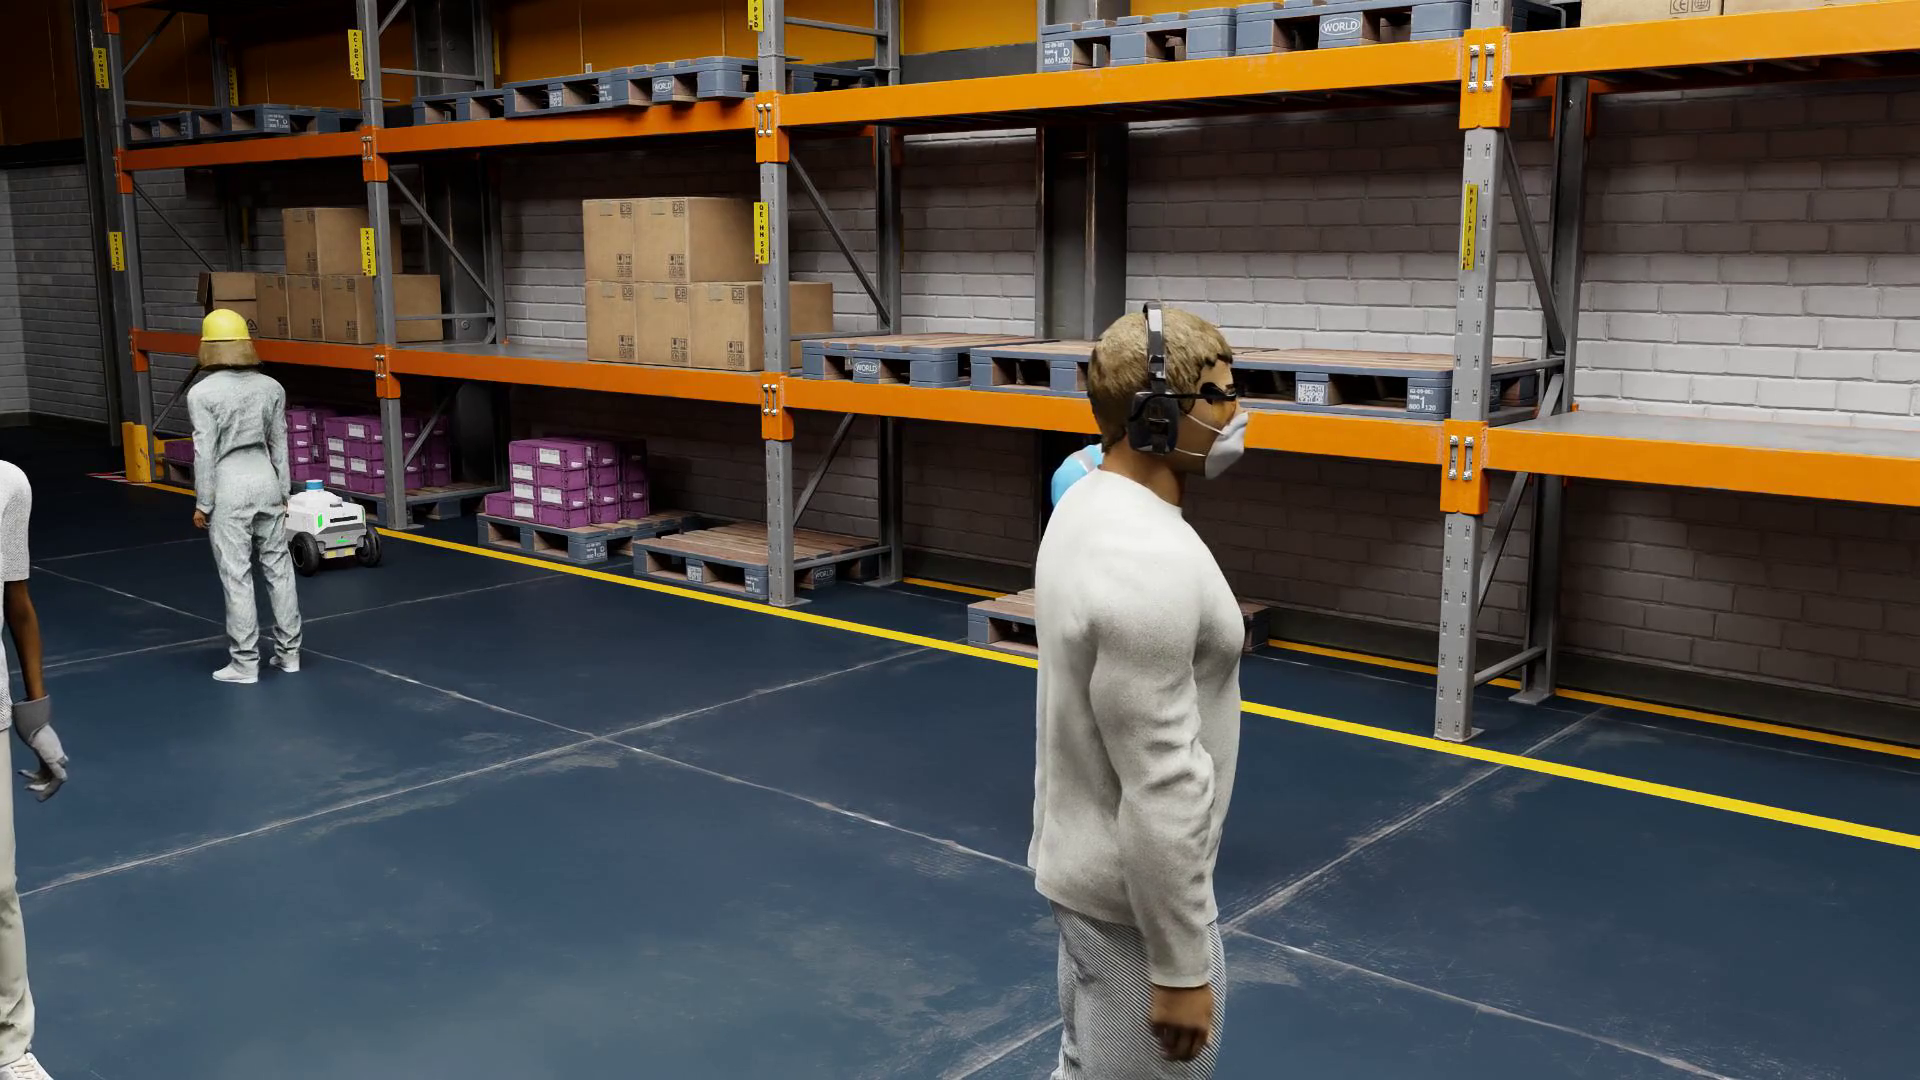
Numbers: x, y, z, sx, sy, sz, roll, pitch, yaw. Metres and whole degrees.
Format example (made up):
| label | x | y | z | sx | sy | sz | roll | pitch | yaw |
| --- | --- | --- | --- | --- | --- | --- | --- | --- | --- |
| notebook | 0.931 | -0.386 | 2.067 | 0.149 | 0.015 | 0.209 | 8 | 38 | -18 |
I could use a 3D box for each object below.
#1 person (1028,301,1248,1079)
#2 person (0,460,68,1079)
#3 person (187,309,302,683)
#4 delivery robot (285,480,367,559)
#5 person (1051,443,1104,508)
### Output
| label | x | y | z | sx | sy | sz | roll | pitch | yaw |
| --- | --- | --- | --- | --- | --- | --- | --- | --- | --- |
| person | 0.300 | 0.586 | 2.735 | 0.372 | 1.940 | 0.632 | -1 | 10 | -5 |
| person | -2.303 | 0.443 | 3.742 | 0.329 | 1.872 | 0.511 | 10 | 14 | 44 |
| person | -3.372 | -0.204 | 7.794 | 0.324 | 1.740 | 0.492 | 6 | 12 | 32 |
| delivery robot | -4.077 | -0.140 | 10.537 | 0.707 | 0.478 | 0.477 | 9 | 13 | 41 |
| person | 0.513 | 0.251 | 5.337 | 0.540 | 1.694 | 0.317 | -9 | 13 | -41 |
